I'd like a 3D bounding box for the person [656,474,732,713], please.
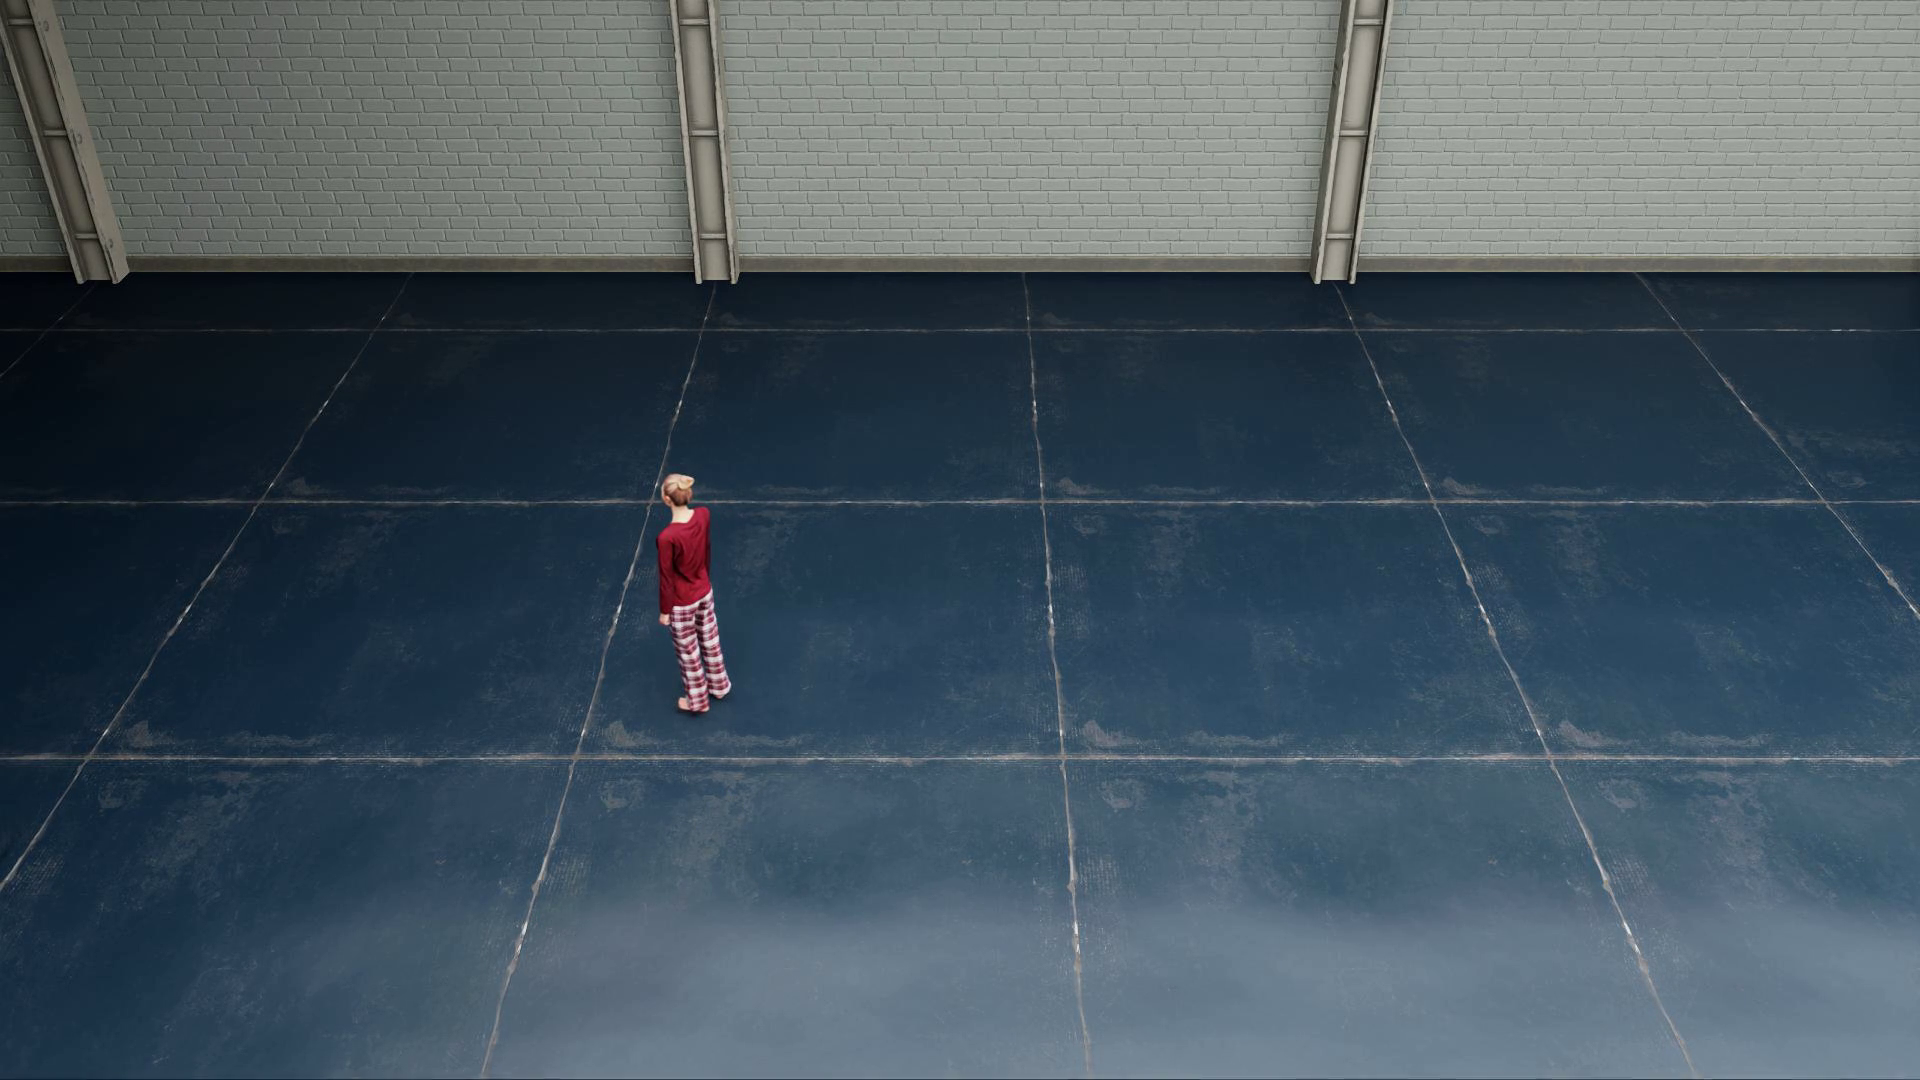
[{"bbox_3d":[-1.673,0.322,10.234,0.693,1.700,0.693,19,37,26],"label":"person"}]
